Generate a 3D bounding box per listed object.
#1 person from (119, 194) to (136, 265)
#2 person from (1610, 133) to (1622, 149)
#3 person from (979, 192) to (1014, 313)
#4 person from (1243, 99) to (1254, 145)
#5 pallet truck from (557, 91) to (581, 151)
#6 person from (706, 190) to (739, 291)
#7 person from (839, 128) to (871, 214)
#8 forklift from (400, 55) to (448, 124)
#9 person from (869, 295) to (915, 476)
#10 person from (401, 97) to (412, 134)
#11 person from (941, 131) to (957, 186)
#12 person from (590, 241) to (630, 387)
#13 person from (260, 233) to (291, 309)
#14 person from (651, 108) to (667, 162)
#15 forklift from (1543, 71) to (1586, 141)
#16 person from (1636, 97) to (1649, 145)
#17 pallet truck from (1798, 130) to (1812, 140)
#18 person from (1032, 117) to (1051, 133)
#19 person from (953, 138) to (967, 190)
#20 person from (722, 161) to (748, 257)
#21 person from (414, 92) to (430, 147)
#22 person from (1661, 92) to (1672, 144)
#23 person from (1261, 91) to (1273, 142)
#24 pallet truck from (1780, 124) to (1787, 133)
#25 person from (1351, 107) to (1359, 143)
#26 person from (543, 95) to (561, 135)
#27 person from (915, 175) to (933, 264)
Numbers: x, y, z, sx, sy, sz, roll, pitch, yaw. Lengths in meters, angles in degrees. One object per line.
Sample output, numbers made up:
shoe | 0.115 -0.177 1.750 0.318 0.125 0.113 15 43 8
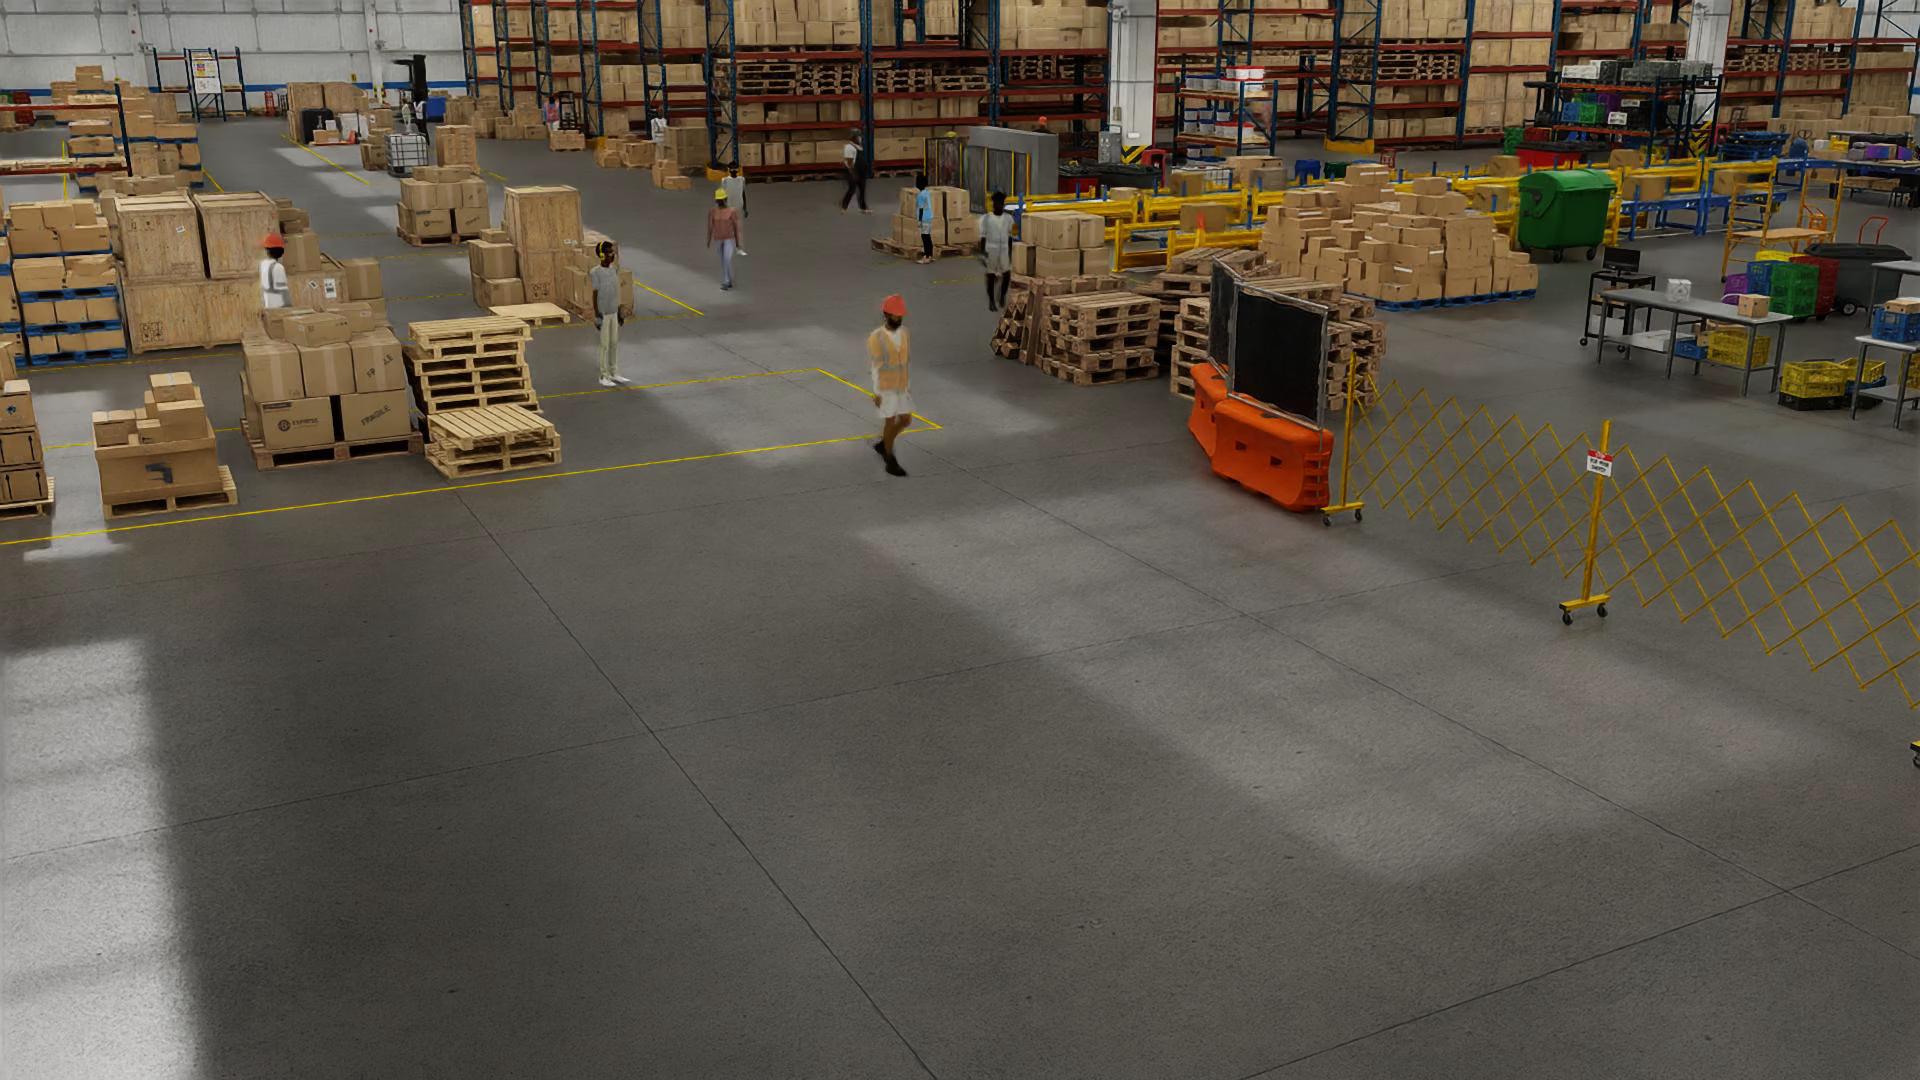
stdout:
person | -13.102 -4.563 26.609 0.593 1.920 0.392 -1 18 -3
person | 21.911 -13.783 55.503 0.587 1.828 0.404 -3 18 -9
person | 0.601 -4.608 26.716 0.608 1.945 0.519 -7 19 -20
person | 10.347 -14.963 59.571 0.532 1.593 0.820 -14 22 -37
pallet truck | -13.495 -14.412 57.188 0.823 1.965 1.885 -3 18 -9
person | -4.150 -5.202 28.896 0.542 1.722 0.862 4 18 12
person | -2.471 -8.774 39.540 0.618 2.000 0.690 8 19 24
forklift | -22.693 -19.038 70.187 1.873 2.768 1.129 -9 20 -26
person | -0.723 -1.629 17.472 0.553 1.922 0.479 -16 23 -40
person | -19.993 -15.150 60.084 0.315 1.629 0.509 -9 20 -26
person | -0.254 -9.548 42.476 0.597 1.726 0.547 -15 23 -39
person | -4.566 -2.942 21.628 0.317 1.875 0.532 8 20 25
person | -9.131 -3.139 22.212 0.999 1.895 0.555 -14 22 -37
person | -8.932 -11.926 49.620 0.346 1.882 0.584 14 22 36
forklift | 18.685 -13.231 52.085 1.873 2.768 1.129 -9 20 -26
person | 24.465 -14.999 59.522 0.410 1.673 0.575 -16 24 -41
pallet truck | 25.526 -11.556 49.408 1.630 1.274 0.653 -9 20 -26
person | 2.155 -10.210 44.106 0.608 1.986 0.391 -6 19 -18
person | 0.037 -9.295 41.847 0.389 1.617 0.511 -13 22 -35
person | -4.443 -6.550 32.883 0.538 1.869 0.313 -9 20 -25
person | -18.934 -14.773 58.462 0.606 1.908 0.399 13 22 35
person | 25.042 -14.898 58.905 0.552 1.883 0.995 16 24 41
person | 11.077 -15.197 59.873 0.699 1.854 0.663 -9 20 -27
pallet truck | 25.206 -12.542 52.601 1.601 1.201 0.680 0 18 -2
person | 14.360 -15.000 59.226 0.893 1.870 0.675 -8 20 -24
person | -14.365 -14.808 58.730 0.623 1.813 0.844 0 18 1
person | -0.694 -6.154 31.945 0.323 1.689 0.537 4 18 11
